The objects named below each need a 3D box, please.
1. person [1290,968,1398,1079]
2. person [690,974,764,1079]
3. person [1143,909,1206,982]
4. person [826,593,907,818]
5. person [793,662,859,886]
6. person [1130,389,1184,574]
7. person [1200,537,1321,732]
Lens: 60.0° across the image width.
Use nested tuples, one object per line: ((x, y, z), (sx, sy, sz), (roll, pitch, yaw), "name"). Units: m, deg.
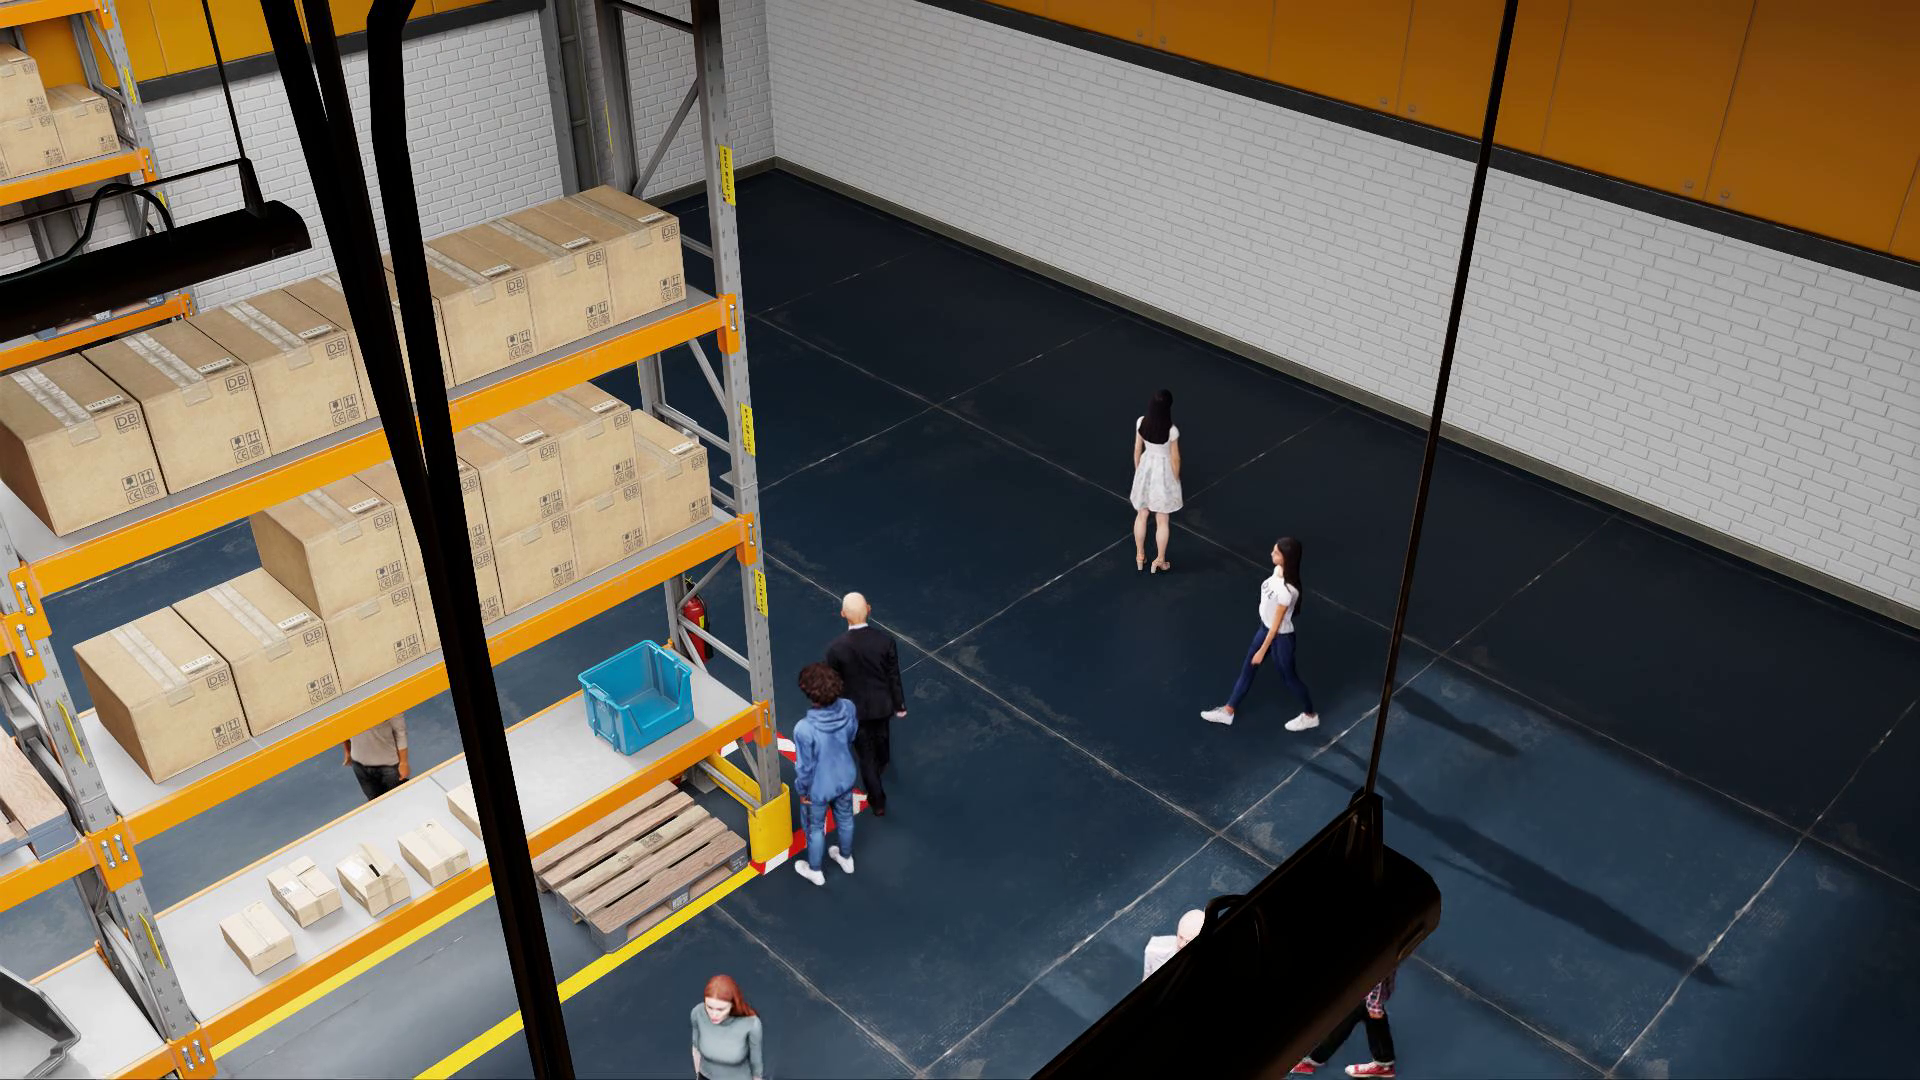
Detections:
((2.467, 2.570, 9.781), (1.104, 1.727, 1.091), (4, 34, 5), "person")
((-1.251, 2.949, 9.205), (0.705, 1.733, 0.747), (7, 34, 11), "person")
((1.259, 2.742, 9.426), (0.747, 1.833, 0.754), (9, 35, 14), "person")
((-0.648, 1.221, 11.772), (1.061, 1.769, 1.062), (-6, 34, -9), "person")
((-0.867, 1.586, 11.194), (0.578, 1.801, 0.773), (-23, 40, -30), "person")
((1.691, -0.510, 14.371), (0.703, 1.774, 0.704), (19, 38, 26), "person")
((2.472, 0.769, 12.488), (1.183, 1.729, 1.073), (-2, 34, -3), "person")
